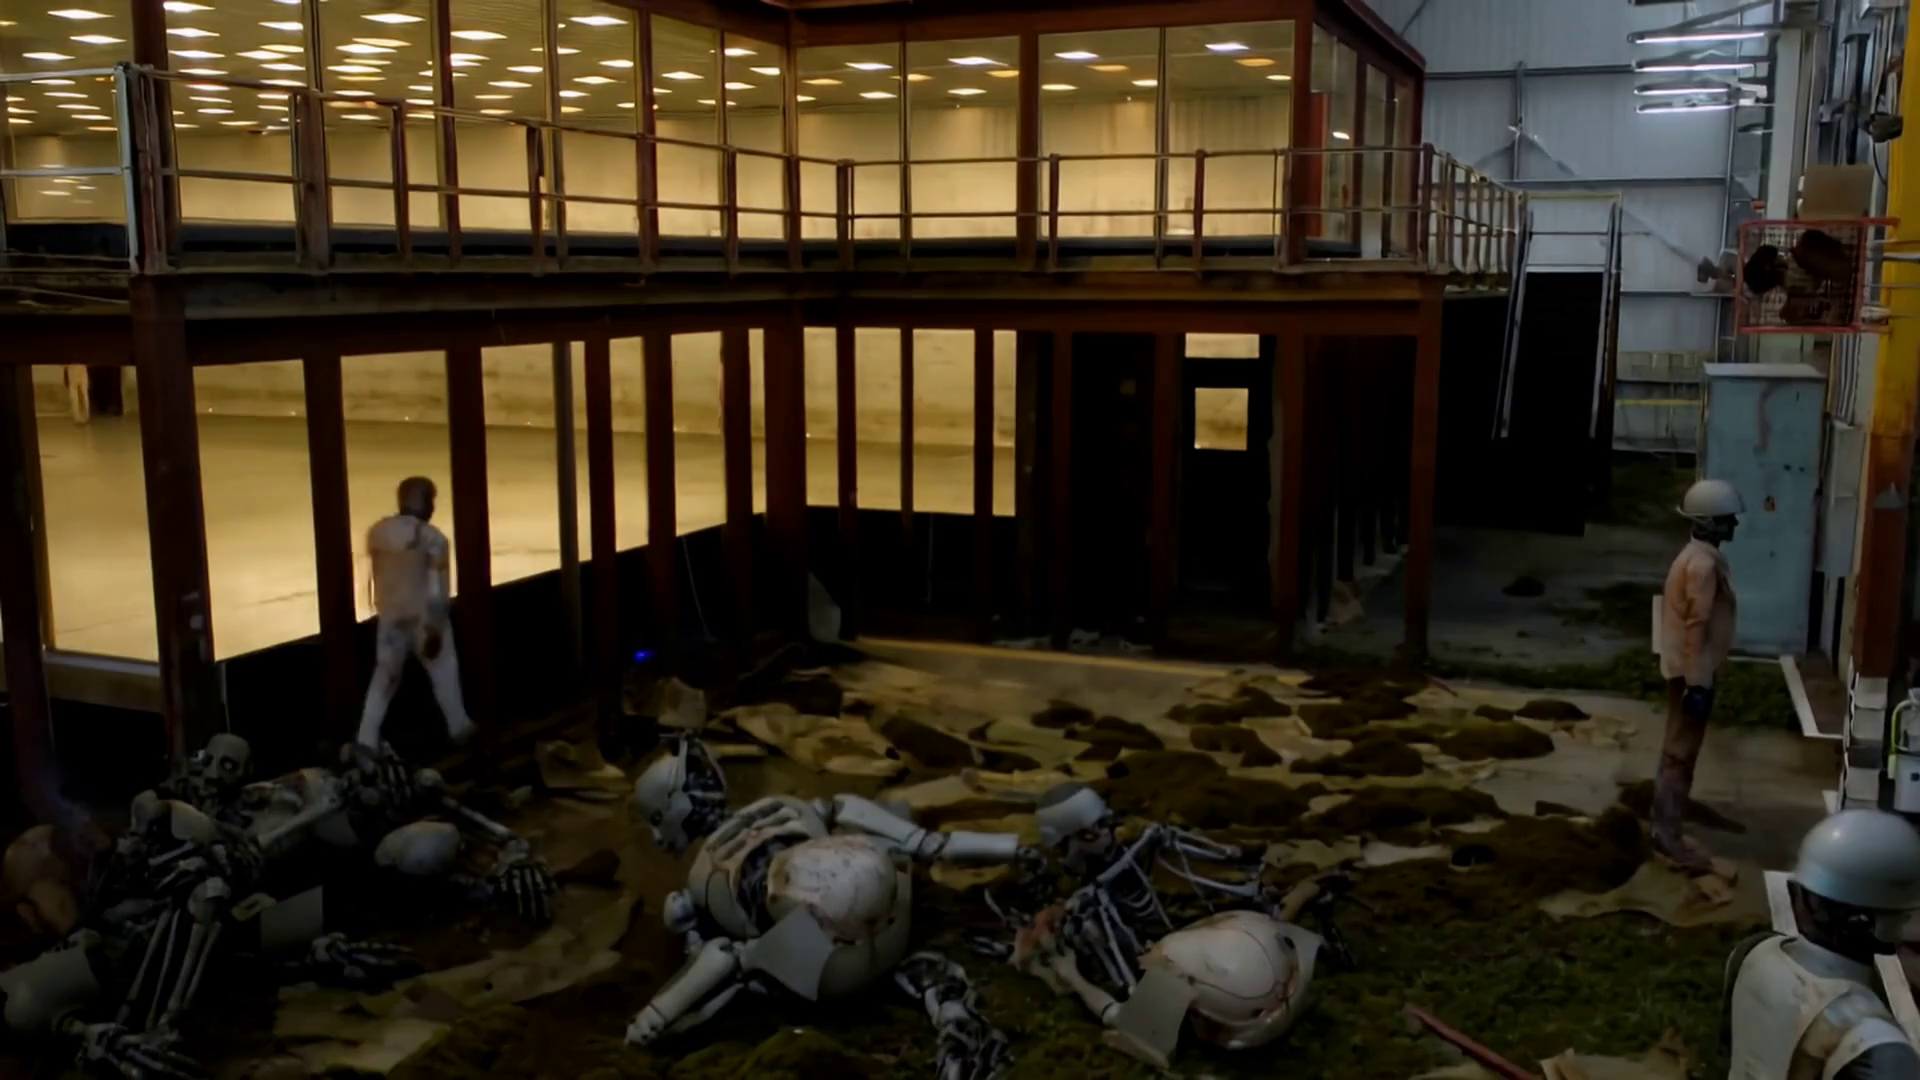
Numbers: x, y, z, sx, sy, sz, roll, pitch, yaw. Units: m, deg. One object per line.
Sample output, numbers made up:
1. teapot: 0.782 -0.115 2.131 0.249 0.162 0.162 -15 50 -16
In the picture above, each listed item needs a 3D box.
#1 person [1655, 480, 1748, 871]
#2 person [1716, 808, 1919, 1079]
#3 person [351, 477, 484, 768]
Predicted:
1. person: 3.802 0.681 8.583 0.372 1.997 0.621 5 10 28
2. person: 1.845 1.517 3.582 0.399 1.945 0.615 0 9 -1
3. person: -3.429 0.502 10.346 0.616 1.793 0.992 4 10 21
